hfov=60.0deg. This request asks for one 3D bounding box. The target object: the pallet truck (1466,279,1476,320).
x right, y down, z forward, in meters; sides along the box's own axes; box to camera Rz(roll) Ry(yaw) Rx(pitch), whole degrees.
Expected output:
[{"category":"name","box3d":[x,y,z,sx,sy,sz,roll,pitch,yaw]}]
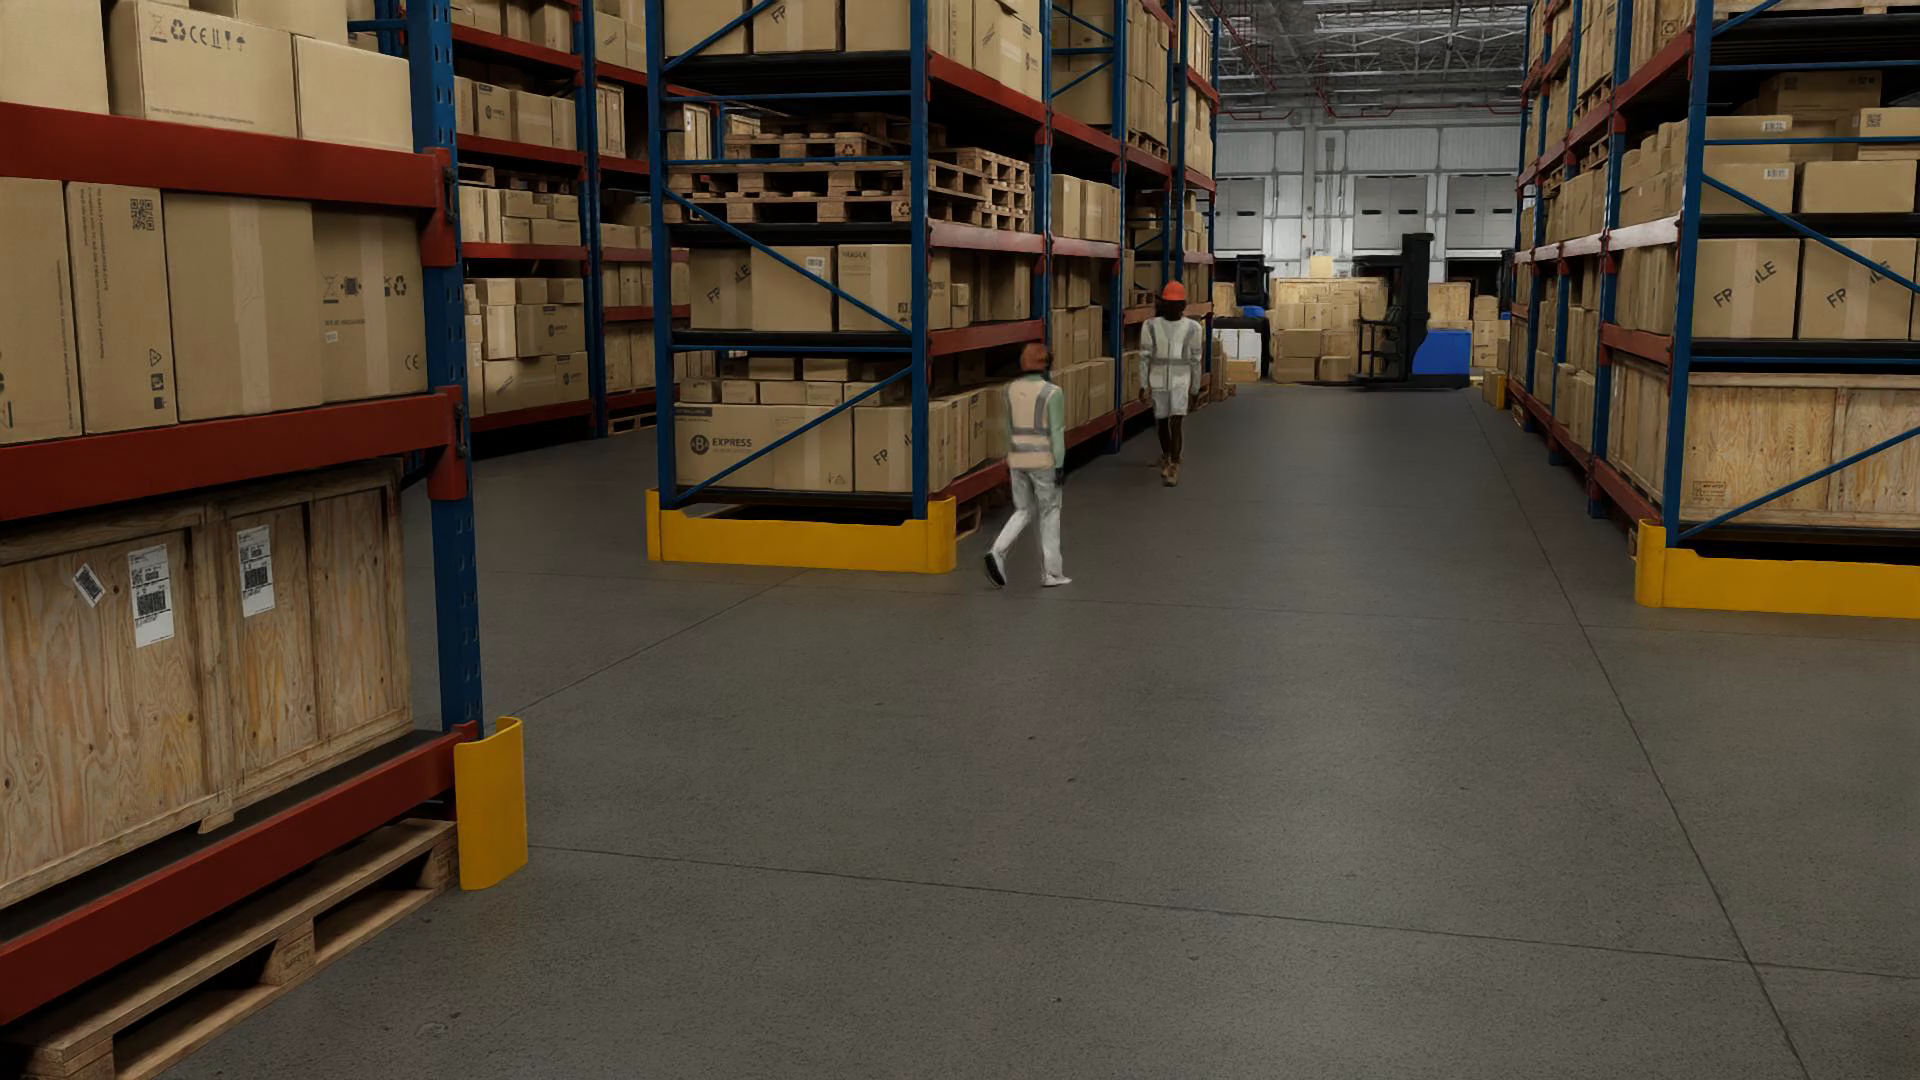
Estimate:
[{"category":"pallet truck","box3d":[18.896,-8.459,60.307,1.885,1.965,0.823,5,10,31]}]

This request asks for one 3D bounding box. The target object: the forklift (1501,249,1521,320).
[{"category":"forklift","box3d":[15.612,-6.692,46.291,1.129,2.768,1.873,2,9,15]}]

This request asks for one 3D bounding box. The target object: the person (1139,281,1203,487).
[{"category":"person","box3d":[2.097,-1.563,16.494,0.603,2.007,1.026,3,9,16]}]

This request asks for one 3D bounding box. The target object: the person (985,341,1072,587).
[{"category":"person","box3d":[0.429,-0.479,10.811,0.558,1.616,0.580,8,12,42]}]

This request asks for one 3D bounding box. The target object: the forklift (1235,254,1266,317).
[{"category":"forklift","box3d":[9.764,-8.224,56.022,1.129,2.768,1.873,5,10,27]}]

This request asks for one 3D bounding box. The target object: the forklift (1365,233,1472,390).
[{"category":"forklift","box3d":[8.195,-4.123,29.967,1.873,2.768,1.129,0,9,1]}]

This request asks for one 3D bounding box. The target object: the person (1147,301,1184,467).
[{"category":"person","box3d":[2.195,-1.664,17.804,0.429,1.801,0.750,2,9,13]}]
